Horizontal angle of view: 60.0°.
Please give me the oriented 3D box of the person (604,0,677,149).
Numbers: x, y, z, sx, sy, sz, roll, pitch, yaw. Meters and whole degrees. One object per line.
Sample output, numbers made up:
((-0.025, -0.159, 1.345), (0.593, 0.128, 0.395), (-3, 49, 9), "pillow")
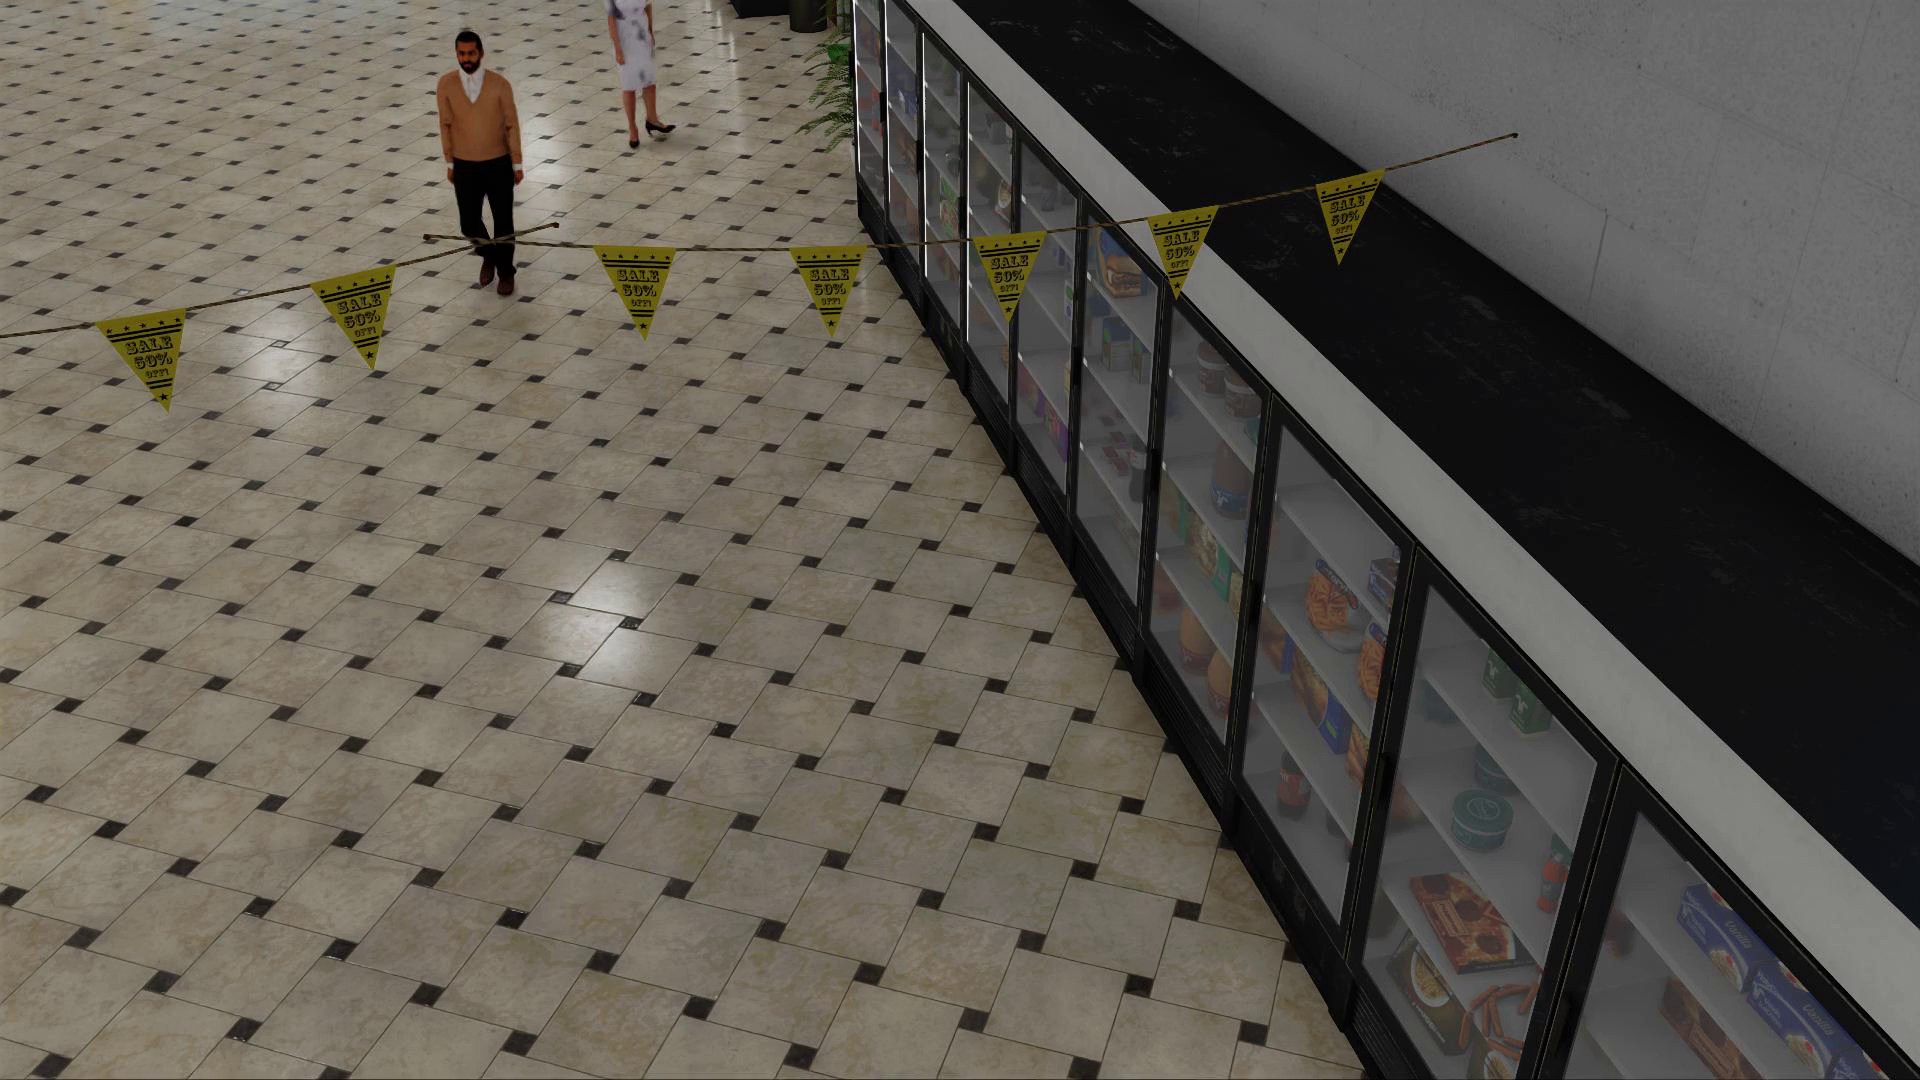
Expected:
((-2.661, -4.076, 13.571), (0.897, 1.720, 0.726), (21, 38, 30), "person")

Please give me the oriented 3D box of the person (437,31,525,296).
((-3.153, -2.517, 11.039), (0.633, 1.749, 0.769), (-3, 32, -5), "person")
